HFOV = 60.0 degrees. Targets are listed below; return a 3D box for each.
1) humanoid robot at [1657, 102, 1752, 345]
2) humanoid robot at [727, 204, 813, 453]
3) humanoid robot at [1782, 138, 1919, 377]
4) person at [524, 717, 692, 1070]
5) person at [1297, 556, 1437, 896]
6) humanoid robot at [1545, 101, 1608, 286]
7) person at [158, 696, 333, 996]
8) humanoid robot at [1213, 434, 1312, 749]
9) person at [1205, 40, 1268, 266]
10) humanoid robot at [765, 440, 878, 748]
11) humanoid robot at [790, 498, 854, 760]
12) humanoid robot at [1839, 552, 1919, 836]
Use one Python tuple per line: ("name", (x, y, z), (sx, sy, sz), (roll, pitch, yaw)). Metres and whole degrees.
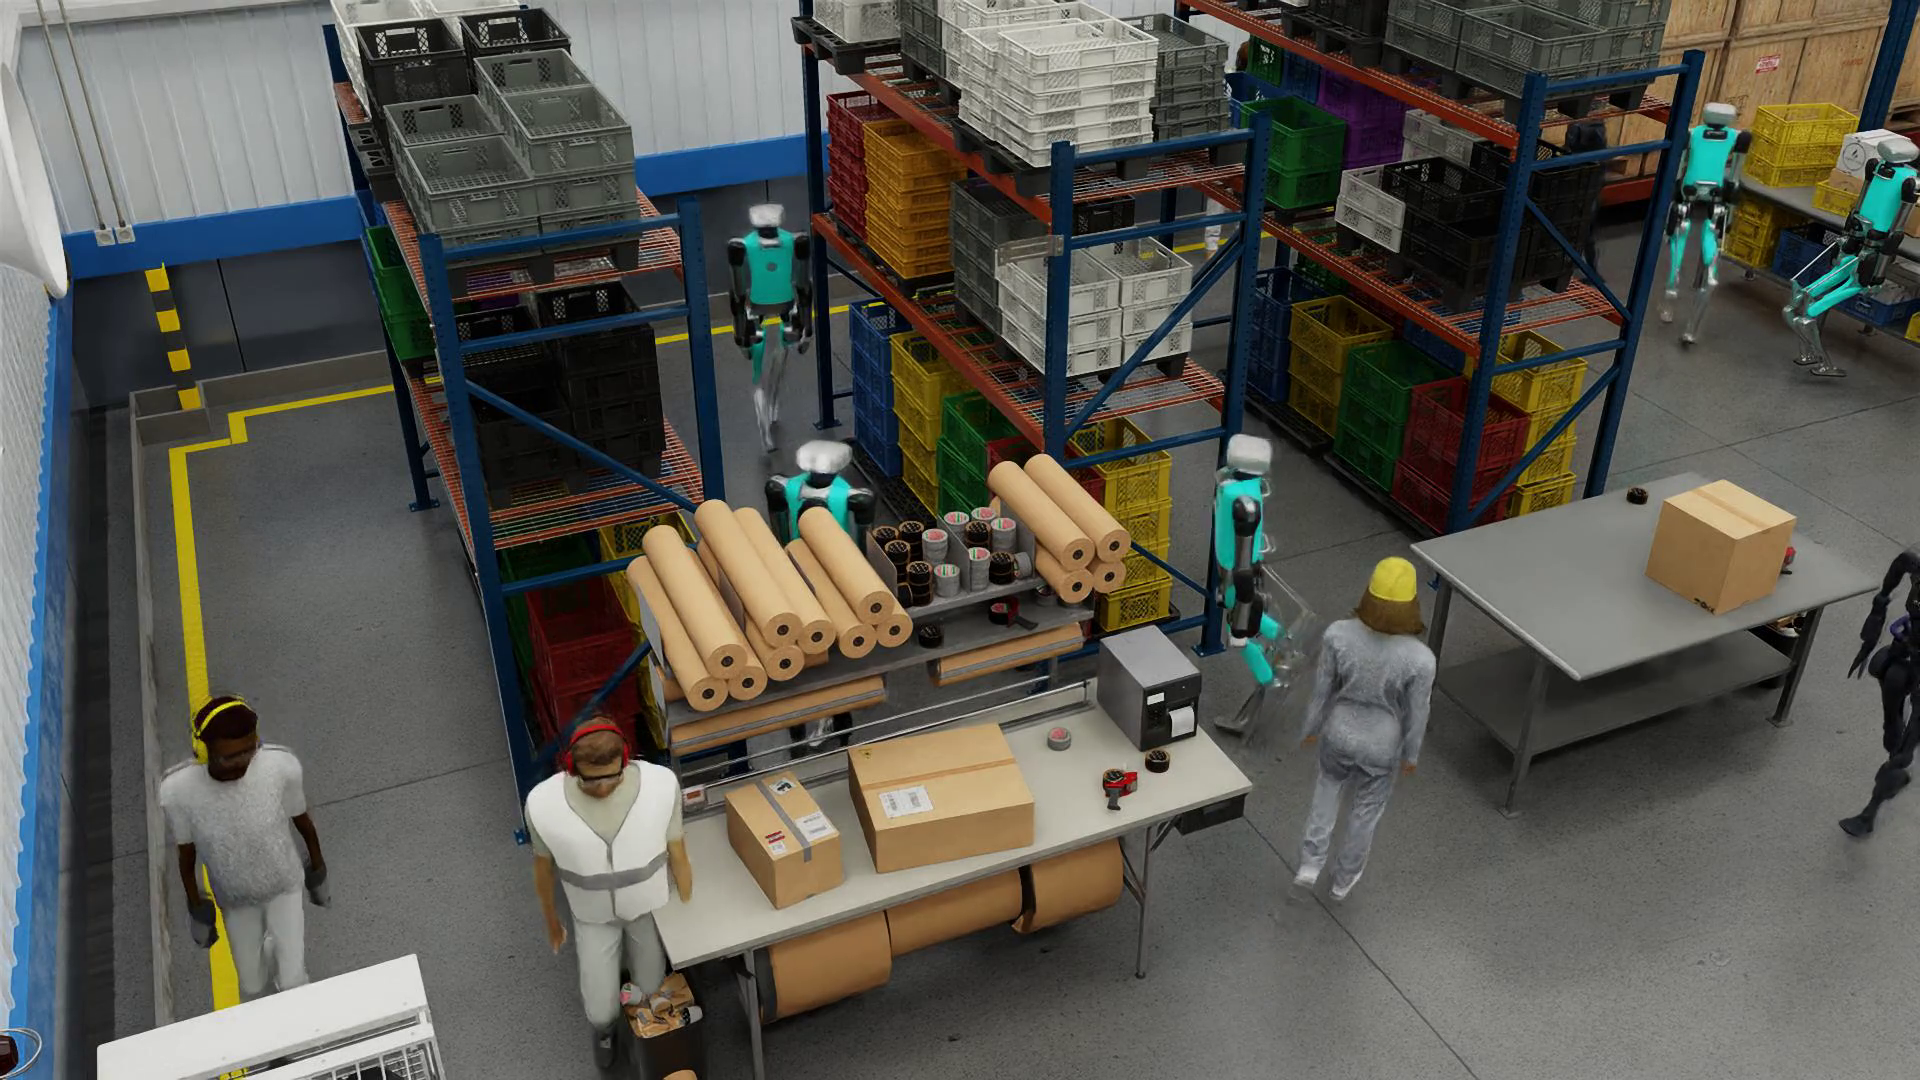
("humanoid robot", (5.464, -2.254, 12.273), (0.530, 1.768, 0.980), (6, 32, 10))
("humanoid robot", (-1.251, -1.431, 10.896), (0.530, 1.732, 1.007), (-8, 33, -13))
("humanoid robot", (6.130, -1.956, 11.619), (0.735, 1.677, 0.533), (-4, 32, -6))
("person", (-1.279, 1.388, 6.243), (0.561, 1.819, 0.454), (-9, 33, -14))
("person", (1.749, 0.852, 7.190), (0.503, 1.721, 0.405), (16, 35, 23))
("humanoid robot", (4.881, -2.780, 13.176), (0.758, 1.630, 0.607), (-7, 32, -11))
("person", (-2.685, 1.310, 6.350), (0.525, 1.830, 0.710), (-11, 33, -18))
("humanoid robot", (1.515, 0.336, 8.090), (0.725, 1.856, 0.555), (-1, 32, -2))
("person", (2.288, -3.158, 13.606), (0.620, 1.838, 0.429), (-8, 32, -13))
("humanoid robot", (-0.587, 0.253, 8.248), (0.537, 1.894, 0.760), (8, 32, 12))
("humanoid robot", (-0.690, 0.520, 7.815), (0.585, 1.647, 0.644), (-2, 32, -4))
("humanoid robot", (4.399, 0.603, 7.677), (0.729, 1.621, 0.589), (-17, 35, -25))
